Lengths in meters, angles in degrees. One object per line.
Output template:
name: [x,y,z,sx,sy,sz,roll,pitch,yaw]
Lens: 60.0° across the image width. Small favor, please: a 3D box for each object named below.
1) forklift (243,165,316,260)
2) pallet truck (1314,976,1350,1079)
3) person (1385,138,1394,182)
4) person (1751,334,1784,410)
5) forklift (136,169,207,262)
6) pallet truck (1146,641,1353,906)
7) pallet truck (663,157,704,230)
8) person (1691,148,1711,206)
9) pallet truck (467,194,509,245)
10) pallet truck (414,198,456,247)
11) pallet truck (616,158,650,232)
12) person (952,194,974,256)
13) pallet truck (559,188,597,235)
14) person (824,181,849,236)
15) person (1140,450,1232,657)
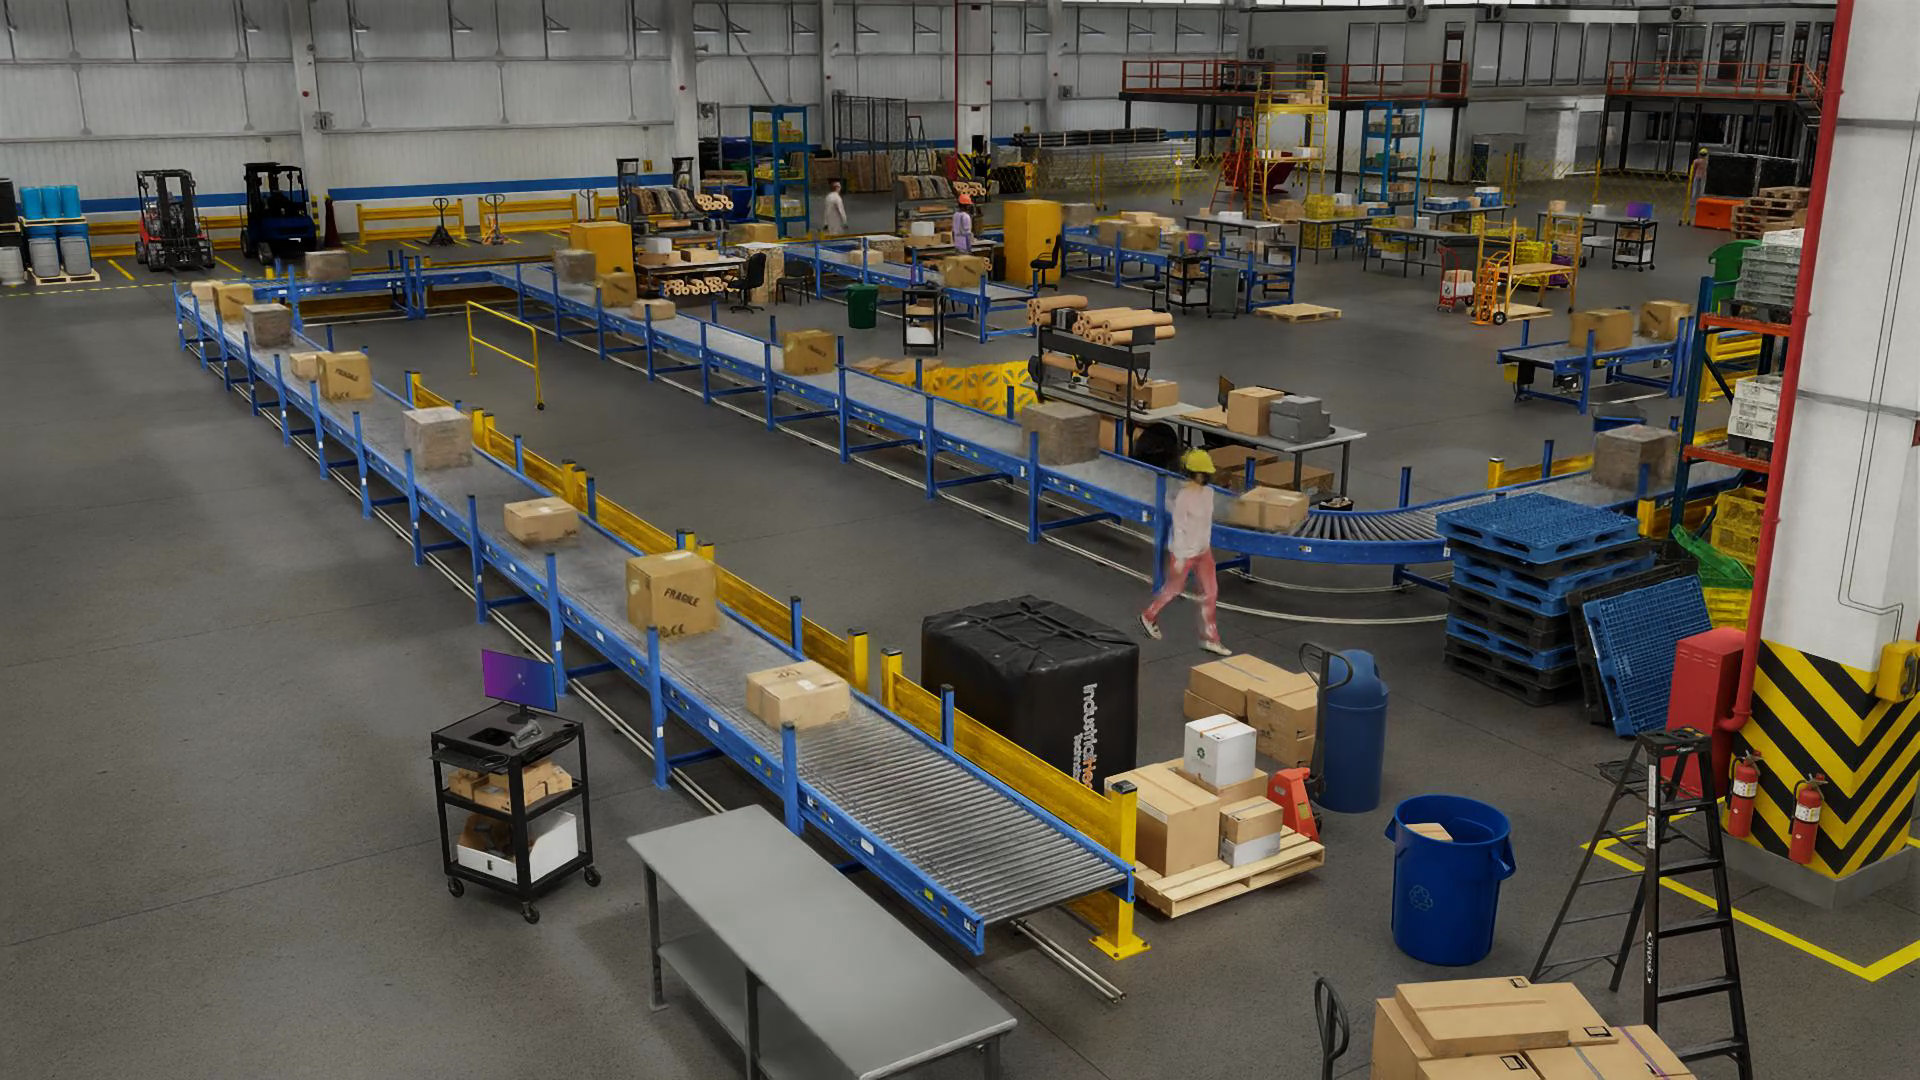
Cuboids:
forklift: [-15.898,-7.669,38.708,1.157,1.987,2.680,-11,20,-33]
pallet truck: [2.299,2.390,7.086,1.601,1.201,0.680,-2,17,-7]
person: [14.471,-12.707,56.281,0.506,1.836,0.349,-13,21,-38]
person: [11.030,-2.525,22.483,0.914,1.781,0.617,-9,19,-28]
forklift: [-17.842,-7.318,37.559,1.157,1.987,2.680,-10,20,-31]
pallet truck: [1.664,1.407,10.232,1.630,1.274,0.653,-10,20,-31]
pallet truck: [-7.586,-9.308,44.692,0.823,1.965,1.885,-11,20,-33]
person: [22.860,-11.187,51.341,0.532,1.767,0.328,9,19,28]
pallet truck: [-11.983,-8.177,42.137,0.704,1.261,1.522,-11,20,-33]
pallet truck: [-13.250,-8.060,41.856,0.680,1.201,1.601,-10,20,-31]
pallet truck: [-8.918,-9.176,44.255,0.823,1.965,1.885,-9,19,-27]
person: [0.084,-5.857,33.131,0.390,2.040,0.614,-9,19,-27]
pallet truck: [-10.010,-8.652,43.699,0.653,1.274,1.630,-10,20,-31]
person: [-2.936,-7.305,38.270,0.993,1.861,0.632,-7,18,-22]
person: [1.905,0.072,13.917,0.527,1.731,0.856,-15,23,-41]
